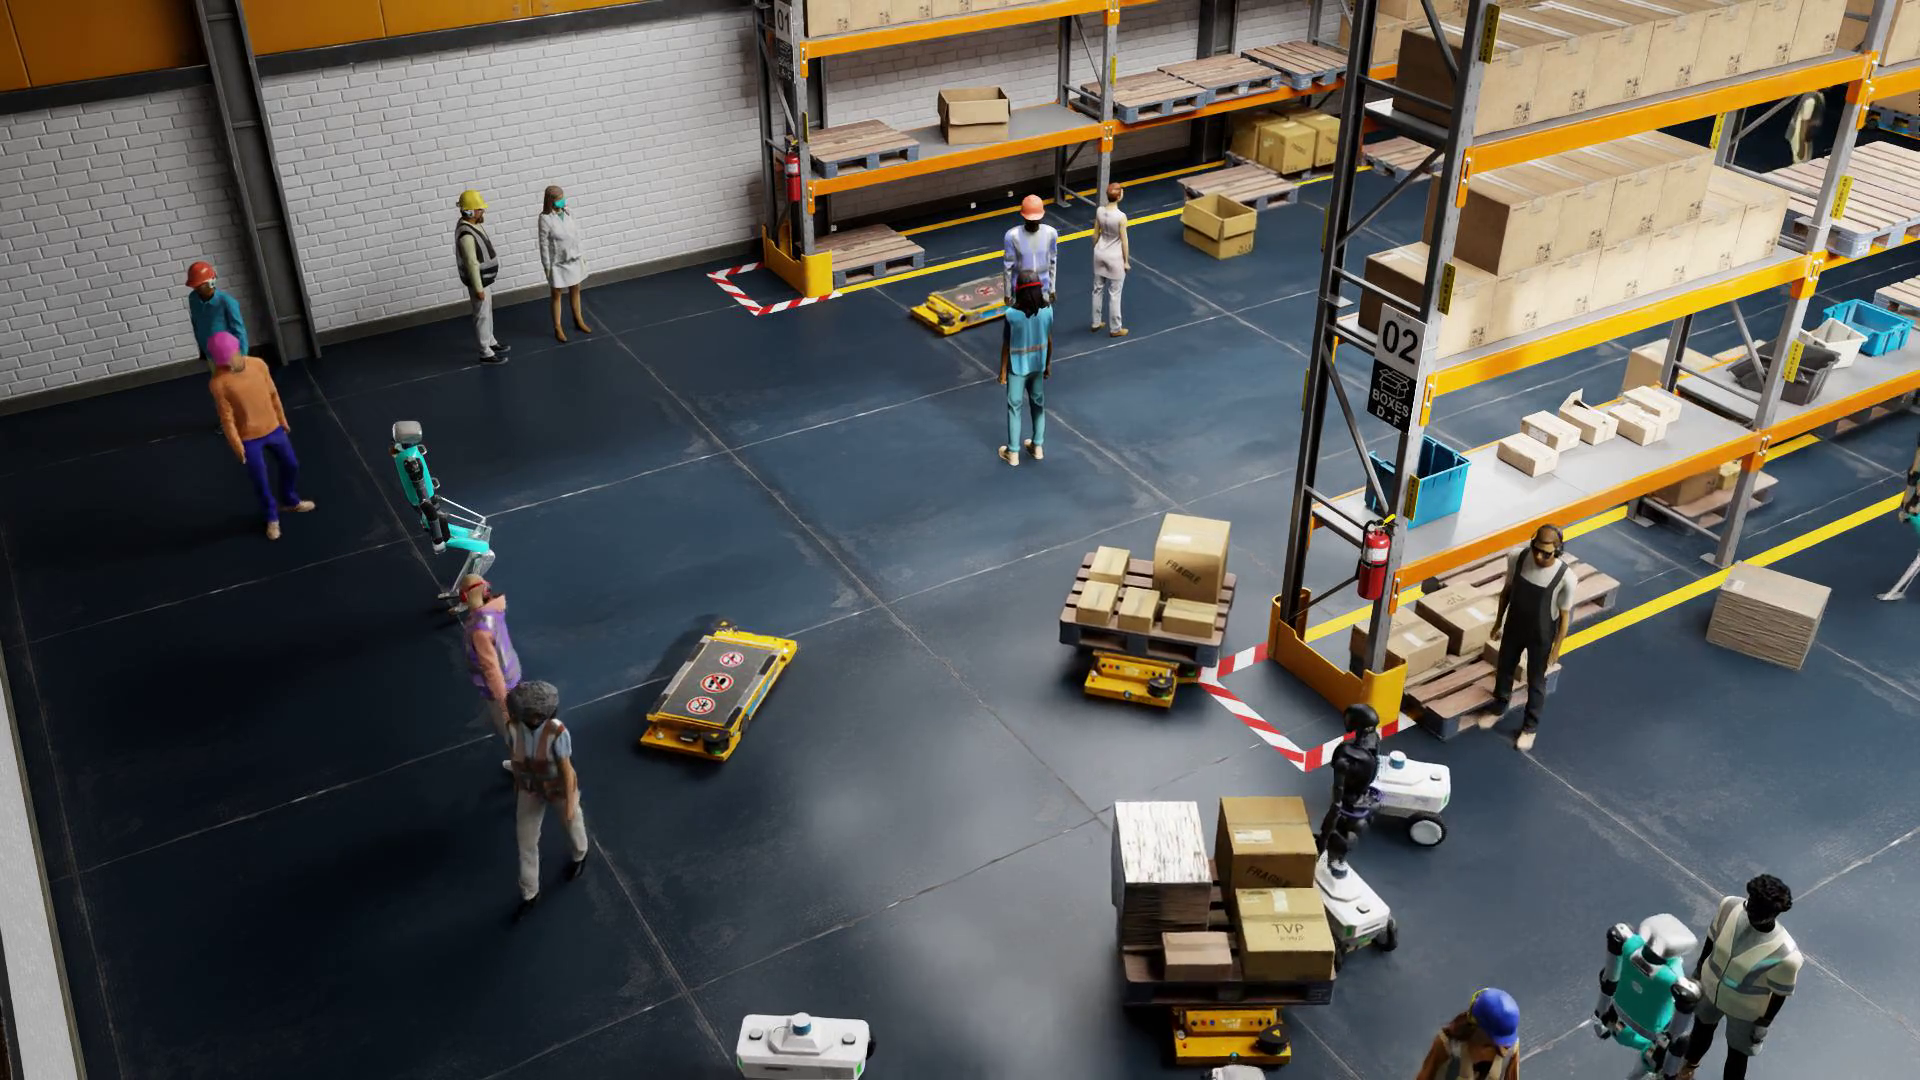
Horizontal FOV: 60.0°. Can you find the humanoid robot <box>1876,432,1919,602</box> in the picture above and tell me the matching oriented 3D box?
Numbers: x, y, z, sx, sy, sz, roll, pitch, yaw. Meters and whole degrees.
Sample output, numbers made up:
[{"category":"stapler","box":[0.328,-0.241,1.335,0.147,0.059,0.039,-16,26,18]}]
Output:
[{"category":"humanoid robot","box":[7.785,-0.191,13.076,0.824,1.847,0.555,-13,34,-19]}]

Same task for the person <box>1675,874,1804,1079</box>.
[{"category":"person","box":[4.123,2.430,8.863,0.319,1.695,0.532,-14,35,-22]}]

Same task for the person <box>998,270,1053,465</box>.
[{"category":"person","box":[0.594,-1.556,15.072,0.498,1.862,0.398,-14,35,-21]}]

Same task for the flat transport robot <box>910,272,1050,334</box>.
[{"category":"flat transport robot","box":[0.228,-2.611,18.248,1.431,0.231,0.659,-21,38,-29]}]

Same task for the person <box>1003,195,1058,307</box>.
[{"category":"person","box":[0.704,-2.496,16.497,0.550,1.934,0.370,-7,33,-11]}]

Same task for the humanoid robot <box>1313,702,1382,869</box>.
[{"category":"humanoid robot","box":[2.329,1.685,10.075,0.342,1.650,0.611,22,38,31]}]

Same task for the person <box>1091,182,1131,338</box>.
[{"category":"person","box":[1.579,-2.948,17.472,0.451,1.661,0.290,26,40,35]}]

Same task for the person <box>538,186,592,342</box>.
[{"category":"person","box":[-4.141,-2.900,17.395,0.335,1.659,0.498,28,41,37]}]

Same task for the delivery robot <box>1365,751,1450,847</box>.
[{"category":"delivery robot","box":[2.905,1.674,11.134,0.775,0.583,0.499,6,33,10]}]

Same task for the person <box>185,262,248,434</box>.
[{"category":"person","box":[-6.898,-1.777,15.520,0.571,1.748,0.332,12,34,18]}]

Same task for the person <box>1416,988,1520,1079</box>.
[{"category":"person","box":[2.452,2.841,8.144,0.482,1.753,0.509,-2,32,-3]}]

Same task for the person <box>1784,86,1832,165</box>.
[{"category":"person","box":[10.341,-4.928,20.481,0.578,1.815,0.616,21,38,30]}]

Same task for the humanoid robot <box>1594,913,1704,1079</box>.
[{"category":"humanoid robot","box":[3.669,2.525,8.672,0.877,1.771,0.586,-17,36,-25]}]

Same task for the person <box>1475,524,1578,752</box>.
[{"category":"person","box":[3.958,0.655,11.580,0.379,1.832,0.509,-26,40,-35]}]

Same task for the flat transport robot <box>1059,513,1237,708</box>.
[{"category":"flat transport robot","box":[1.434,0.762,12.869,0.659,0.231,1.431,9,33,13]}]

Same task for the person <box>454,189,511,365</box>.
[{"category":"person","box":[-4.870,-2.671,16.885,0.403,1.825,0.589,-5,32,-8]}]

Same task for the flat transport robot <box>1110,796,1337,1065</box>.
[{"category":"flat transport robot","box":[1.544,2.543,10.028,0.659,0.231,1.431,0,32,-1]}]

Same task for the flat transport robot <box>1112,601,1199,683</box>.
[{"category":"flat transport robot","box":[1.468,0.639,13.065,0.659,0.231,1.431,0,32,0]}]

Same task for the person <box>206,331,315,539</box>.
[{"category":"person","box":[-5.905,-0.936,14.011,0.507,1.943,0.634,24,40,33]}]

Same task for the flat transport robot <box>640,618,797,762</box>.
[{"category":"flat transport robot","box":[-1.771,1.096,12.337,0.659,0.231,1.431,9,33,14]}]

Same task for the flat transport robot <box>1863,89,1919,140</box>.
[{"category":"flat transport robot","box":[13.338,-5.853,23.418,0.659,0.231,1.431,-20,37,-28]}]

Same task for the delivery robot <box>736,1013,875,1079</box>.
[{"category":"delivery robot","box":[-0.847,2.878,9.241,0.816,0.612,0.499,2,32,3]}]

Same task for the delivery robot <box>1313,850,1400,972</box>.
[{"category":"delivery robot","box":[2.322,2.238,10.252,0.499,0.603,0.792,-14,35,-21]}]

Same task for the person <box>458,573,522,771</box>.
[{"category":"person","box":[-3.086,1.020,11.149,0.393,1.656,0.675,-7,33,-11]}]

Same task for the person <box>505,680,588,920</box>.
[{"category":"person","box":[-2.581,1.576,10.263,0.448,1.648,0.766,4,32,7]}]

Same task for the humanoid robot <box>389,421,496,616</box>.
[{"category":"humanoid robot","box":[-3.935,-0.210,12.910,0.735,1.677,0.533,-16,35,-24]}]

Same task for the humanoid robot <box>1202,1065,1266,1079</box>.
[{"category":"humanoid robot","box":[1.498,3.105,7.819,0.986,1.807,0.531,-6,33,-9]}]
